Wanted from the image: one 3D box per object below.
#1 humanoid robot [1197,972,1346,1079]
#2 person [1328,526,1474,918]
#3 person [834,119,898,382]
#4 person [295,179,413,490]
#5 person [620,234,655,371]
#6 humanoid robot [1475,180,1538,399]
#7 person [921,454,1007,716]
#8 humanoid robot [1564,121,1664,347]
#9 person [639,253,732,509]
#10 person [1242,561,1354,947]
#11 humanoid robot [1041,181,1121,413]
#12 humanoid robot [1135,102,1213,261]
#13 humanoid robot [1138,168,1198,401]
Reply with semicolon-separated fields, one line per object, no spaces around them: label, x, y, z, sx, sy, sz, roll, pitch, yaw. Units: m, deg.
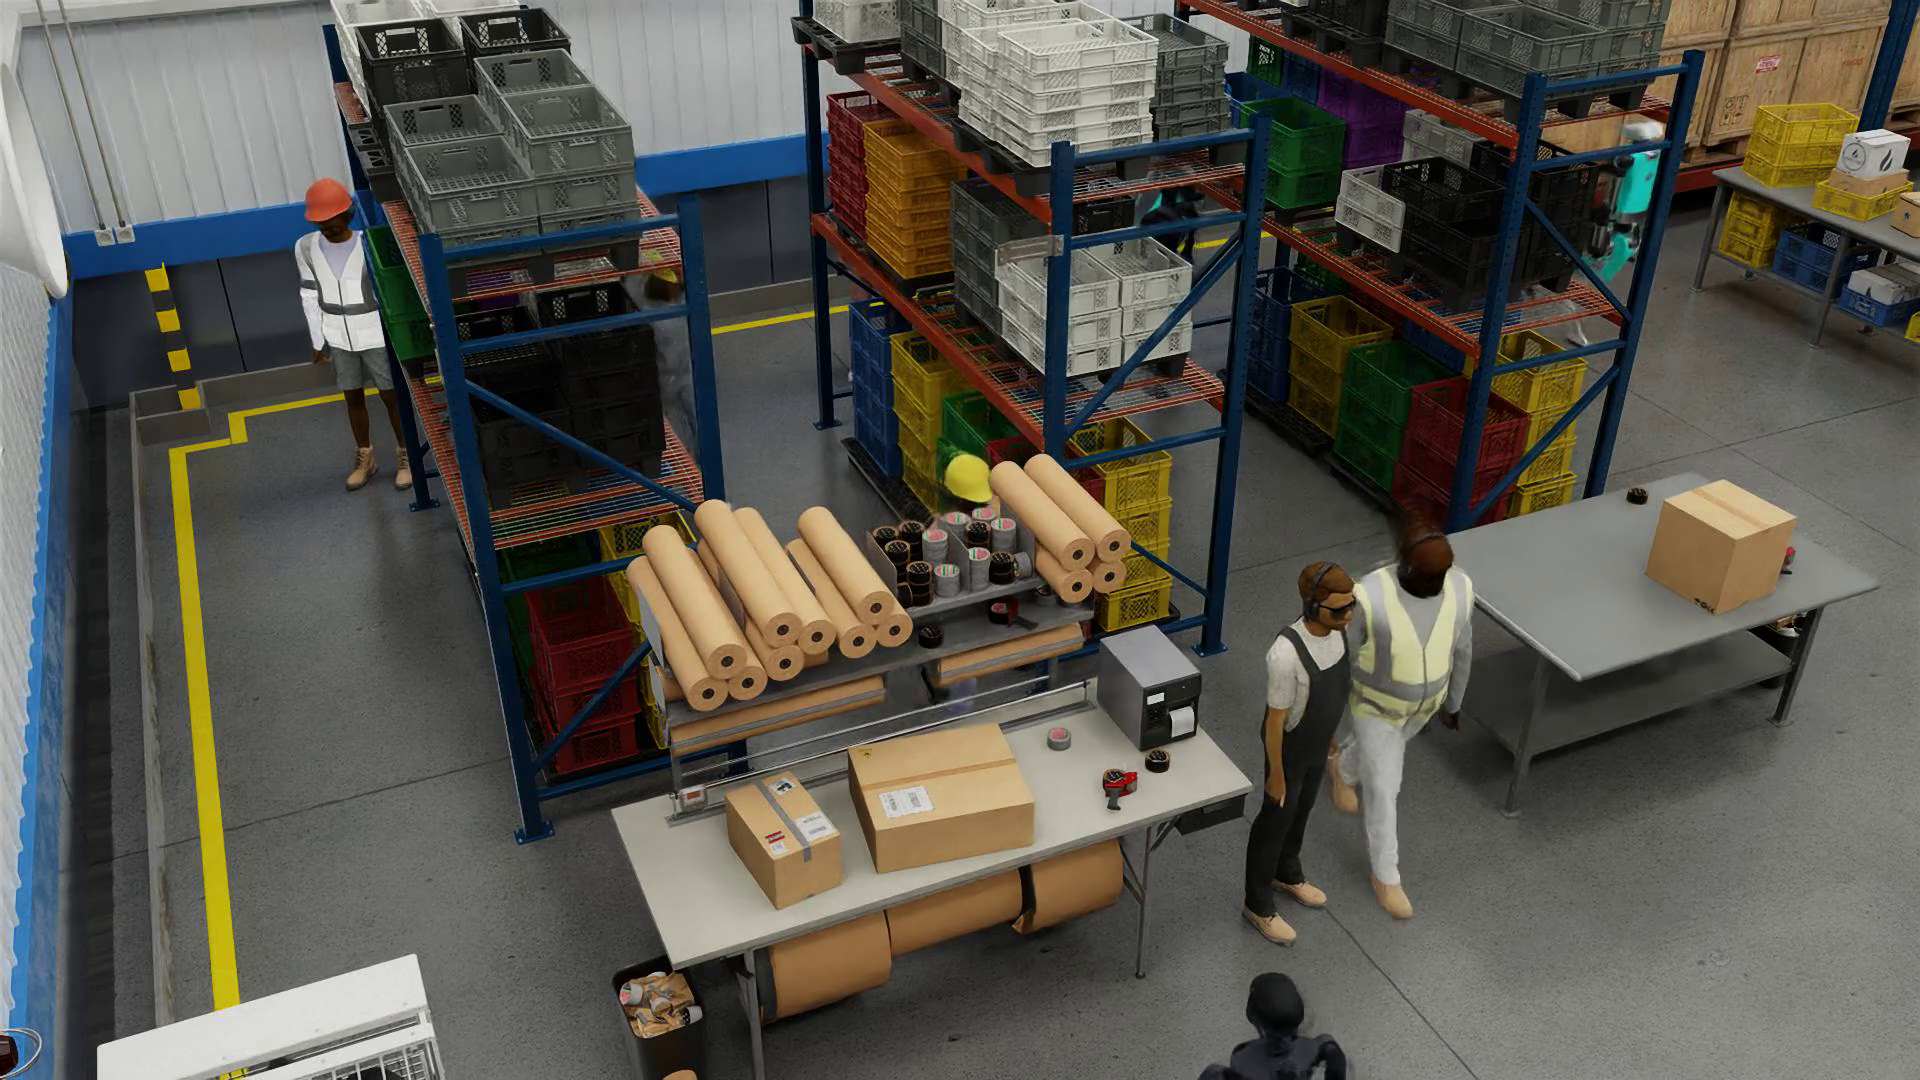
humanoid robot;0.946;2.032;5.351;0.607;1.626;0.713;-11;33;-17
person;1.928;0.678;7.423;0.629;1.789;0.976;-9;33;-14
person;-0.586;-2.039;11.710;0.590;1.917;0.380;-2;32;-3
person;-3.735;-1.249;10.309;0.613;2.041;0.373;1;32;1
person;-2.254;-1.831;11.468;0.694;1.816;0.517;-9;33;-14
humanoid robot;3.765;-1.812;11.617;0.613;1.637;0.765;-22;38;-31
person;0.000;0.316;8.039;0.554;1.747;0.535;27;40;36
humanoid robot;4.688;-2.181;12.219;0.548;1.908;0.705;-16;35;-25
person;-1.829;-1.042;10.294;0.499;1.699;0.865;-27;40;-36
person;1.449;0.886;7.028;0.346;1.846;0.505;24;39;33
humanoid robot;0.731;-1.644;11.297;0.543;1.856;0.654;-10;33;-16
humanoid robot;1.528;-2.717;13.018;0.903;1.814;0.556;-20;37;-29
humanoid robot;1.352;-1.796;11.563;0.592;1.644;0.547;-23;38;-32
